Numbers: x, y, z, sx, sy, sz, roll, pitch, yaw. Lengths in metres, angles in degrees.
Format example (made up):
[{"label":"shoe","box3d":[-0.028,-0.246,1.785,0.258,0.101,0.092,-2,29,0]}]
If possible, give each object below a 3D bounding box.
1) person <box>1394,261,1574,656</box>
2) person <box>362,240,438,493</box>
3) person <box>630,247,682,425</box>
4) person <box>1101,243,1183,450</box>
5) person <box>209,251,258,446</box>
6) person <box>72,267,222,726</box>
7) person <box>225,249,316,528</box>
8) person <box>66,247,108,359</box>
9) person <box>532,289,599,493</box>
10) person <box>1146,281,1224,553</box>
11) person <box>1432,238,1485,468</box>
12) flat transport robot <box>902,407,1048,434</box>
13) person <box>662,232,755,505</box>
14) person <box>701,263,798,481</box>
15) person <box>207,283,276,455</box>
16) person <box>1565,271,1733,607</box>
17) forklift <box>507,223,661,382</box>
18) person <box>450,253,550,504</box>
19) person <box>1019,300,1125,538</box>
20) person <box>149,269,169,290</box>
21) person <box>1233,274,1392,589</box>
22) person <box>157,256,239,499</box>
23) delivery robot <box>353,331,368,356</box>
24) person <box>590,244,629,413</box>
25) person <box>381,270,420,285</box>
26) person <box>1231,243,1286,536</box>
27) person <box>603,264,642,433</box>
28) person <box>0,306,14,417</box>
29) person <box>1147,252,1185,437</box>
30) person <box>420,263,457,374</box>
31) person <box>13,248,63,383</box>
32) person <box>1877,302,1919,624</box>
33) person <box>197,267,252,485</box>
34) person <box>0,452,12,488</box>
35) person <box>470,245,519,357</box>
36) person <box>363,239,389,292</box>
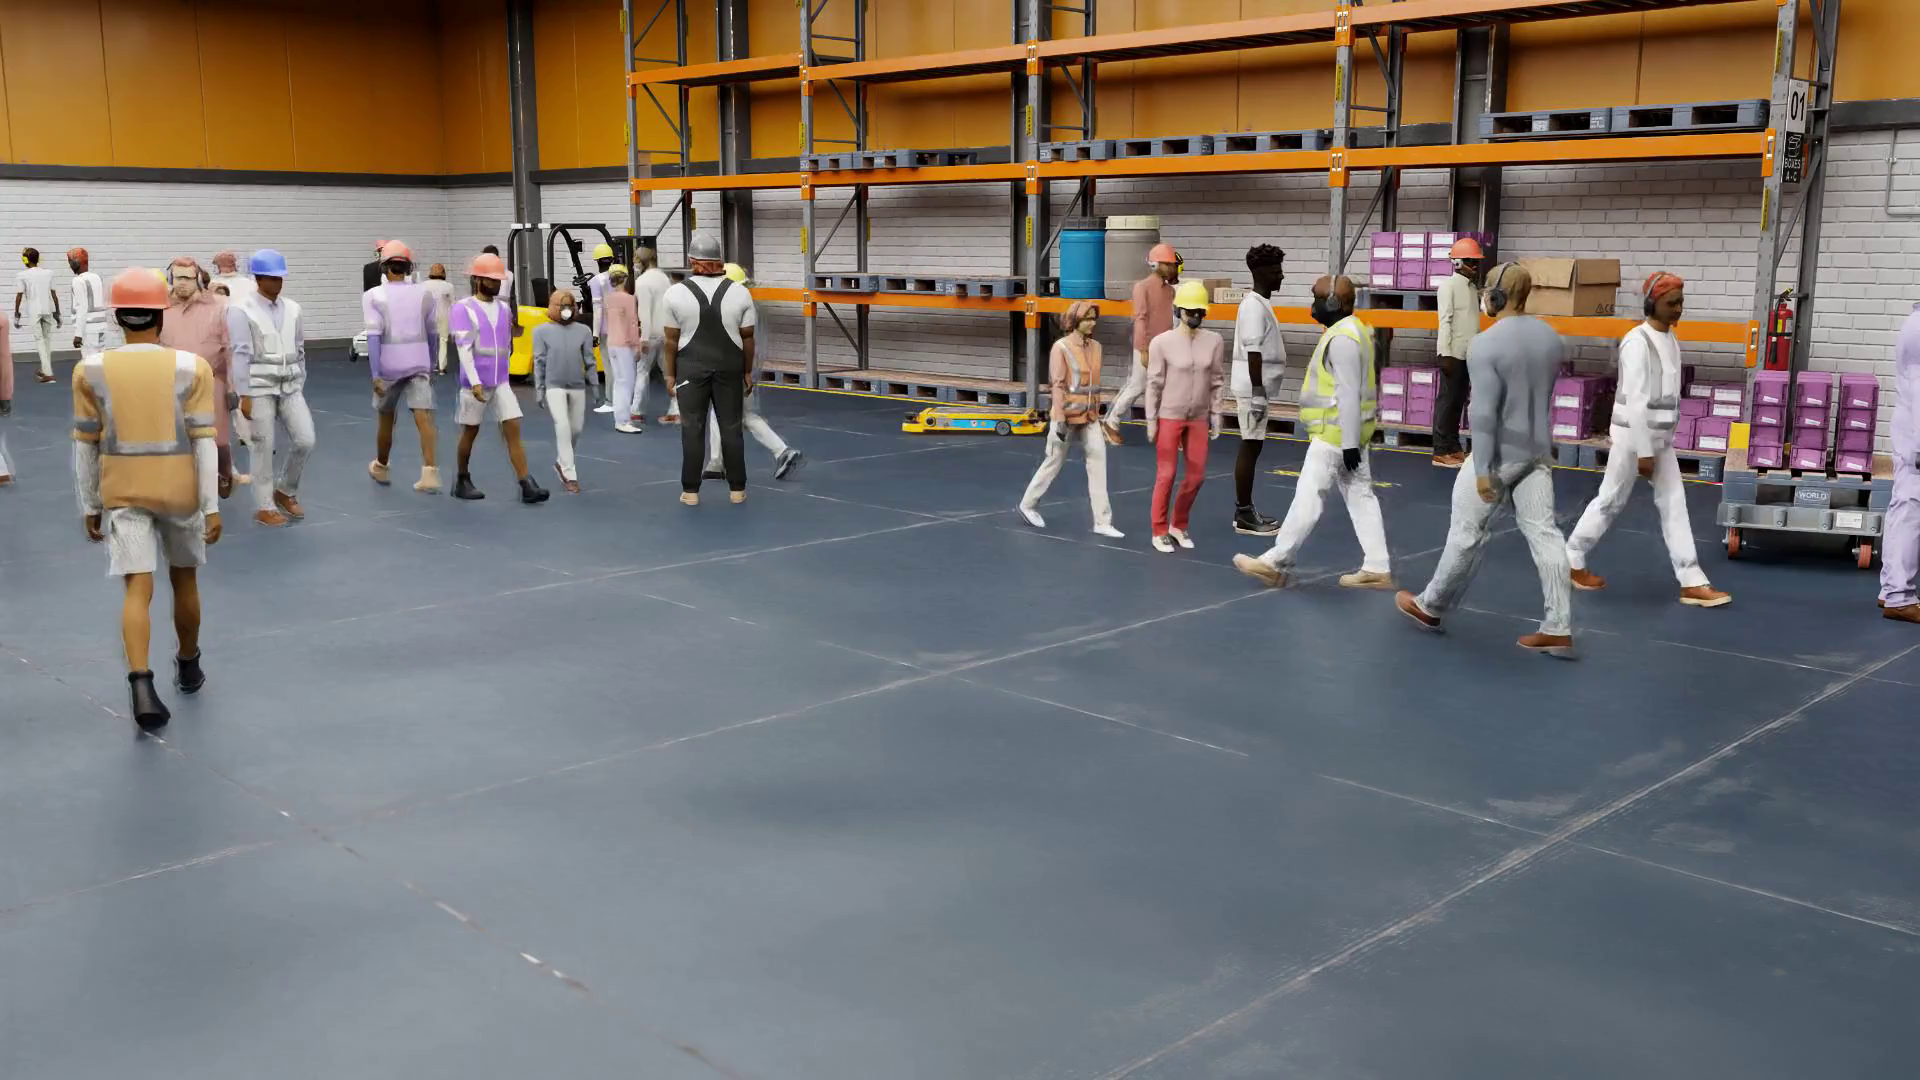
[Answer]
[{"label":"person","box3d":[2.650,-0.405,8.169,0.629,1.891,1.033,-6,12,-28]},{"label":"person","box3d":[-4.438,-1.370,13.231,0.608,1.988,1.054,-8,13,-36]},{"label":"person","box3d":[-3.340,-2.178,17.813,0.890,1.887,0.668,4,11,21]},{"label":"person","box3d":[1.786,-1.835,15.803,0.620,1.958,0.981,-9,14,-41]},{"label":"person","box3d":[-7.058,-1.870,16.255,0.694,1.858,0.964,-4,11,-22]},{"label":"person","box3d":[-3.418,-0.195,7.017,0.557,1.899,0.971,-4,11,-19]},{"label":"person","box3d":[-4.758,-1.036,11.512,0.439,1.932,0.620,7,12,33]},{"label":"person","box3d":[-9.876,-2.365,18.860,0.355,1.887,0.572,-1,10,-3]},{"label":"person","box3d":[-3.173,-1.215,13.364,0.508,1.606,0.744,-7,12,-33]},{"label":"person","box3d":[1.416,-0.779,10.621,0.530,1.735,0.531,-4,11,-21]},{"label":"person","box3d":[4.383,-1.641,14.620,0.377,1.995,0.608,8,13,38]},{"label":"flat transport robot","box3d":[0.167,-1.240,17.136,1.431,0.197,0.652,1,10,8]},{"label":"person","box3d":[-1.901,-1.288,12.569,0.689,2.000,0.539,-3,11,-15]},{"label":"person","box3d":[-1.776,-1.362,13.629,0.816,1.803,0.601,2,11,10]},{"label":"person","box3d":[-6.499,-1.459,14.704,0.789,1.597,0.534,4,11,23]},{"label":"person","box3d":[3.762,-0.561,9.193,1.005,1.838,0.595,10,14,44]},{"label":"forklift","box3d":[-5.316,-3.263,22.920,2.313,2.155,1.214,-10,14,-44]},{"label":"person","box3d":[-3.555,-1.206,12.567,0.966,1.888,0.558,8,13,38]},{"label":"person","box3d":[0.745,-0.835,11.331,0.512,1.595,0.855,-9,14,-42]},{"label":"person","box3d":[-6.824,-1.425,14.148,0.496,1.737,0.538,6,12,32]},{"label":"person","box3d":[2.077,-0.604,9.515,0.927,1.793,0.642,4,11,19]},{"label":"person","box3d":[-5.549,-1.119,12.083,0.650,1.882,0.659,-3,11,-14]},{"label":"delivery robot","box3d":[-9.539,-3.220,26.890,0.477,0.478,0.707,0,10,-1]},{"label":"person","box3d":[-4.023,-2.417,19.047,0.383,1.923,0.588,5,12,27]},{"label":"person","box3d":[-7.770,-3.161,23.220,0.540,1.898,1.003,-5,11,-24]},{"label":"person","box3d":[2.029,-1.024,11.329,0.367,1.967,0.601,2,11,9]},{"label":"person","box3d":[-3.451,-1.969,17.152,0.314,1.732,0.680,-9,14,-42]},{"label":"person","box3d":[-6.969,-1.039,11.629,0.659,1.884,0.488,-9,14,-40]},{"label":"person","box3d":[2.096,-1.929,16.568,0.333,1.860,0.509,-10,14,-43]},{"label":"person","box3d":[-7.619,-3.245,24.379,0.518,1.616,0.527,-1,10,-6]},{"label":"person","box3d":[-12.782,-3.094,22.945,0.768,1.841,0.562,7,13,34]},{"label":"person","box3d":[5.106,-0.518,8.755,0.406,1.902,0.636,5,12,27]},{"label":"person","box3d":[-6.224,-1.280,13.246,0.942,1.801,0.634,-9,14,-42]},{"label":"person","box3d":[-8.123,-1.326,13.204,1.031,1.880,0.652,-2,11,-13]},{"label":"person","box3d":[-5.983,-2.827,21.336,0.600,1.904,0.675,-10,14,-43]},{"label":"person","box3d":[-8.324,-3.385,24.200,0.640,1.968,0.472,-1,10,-7]}]
